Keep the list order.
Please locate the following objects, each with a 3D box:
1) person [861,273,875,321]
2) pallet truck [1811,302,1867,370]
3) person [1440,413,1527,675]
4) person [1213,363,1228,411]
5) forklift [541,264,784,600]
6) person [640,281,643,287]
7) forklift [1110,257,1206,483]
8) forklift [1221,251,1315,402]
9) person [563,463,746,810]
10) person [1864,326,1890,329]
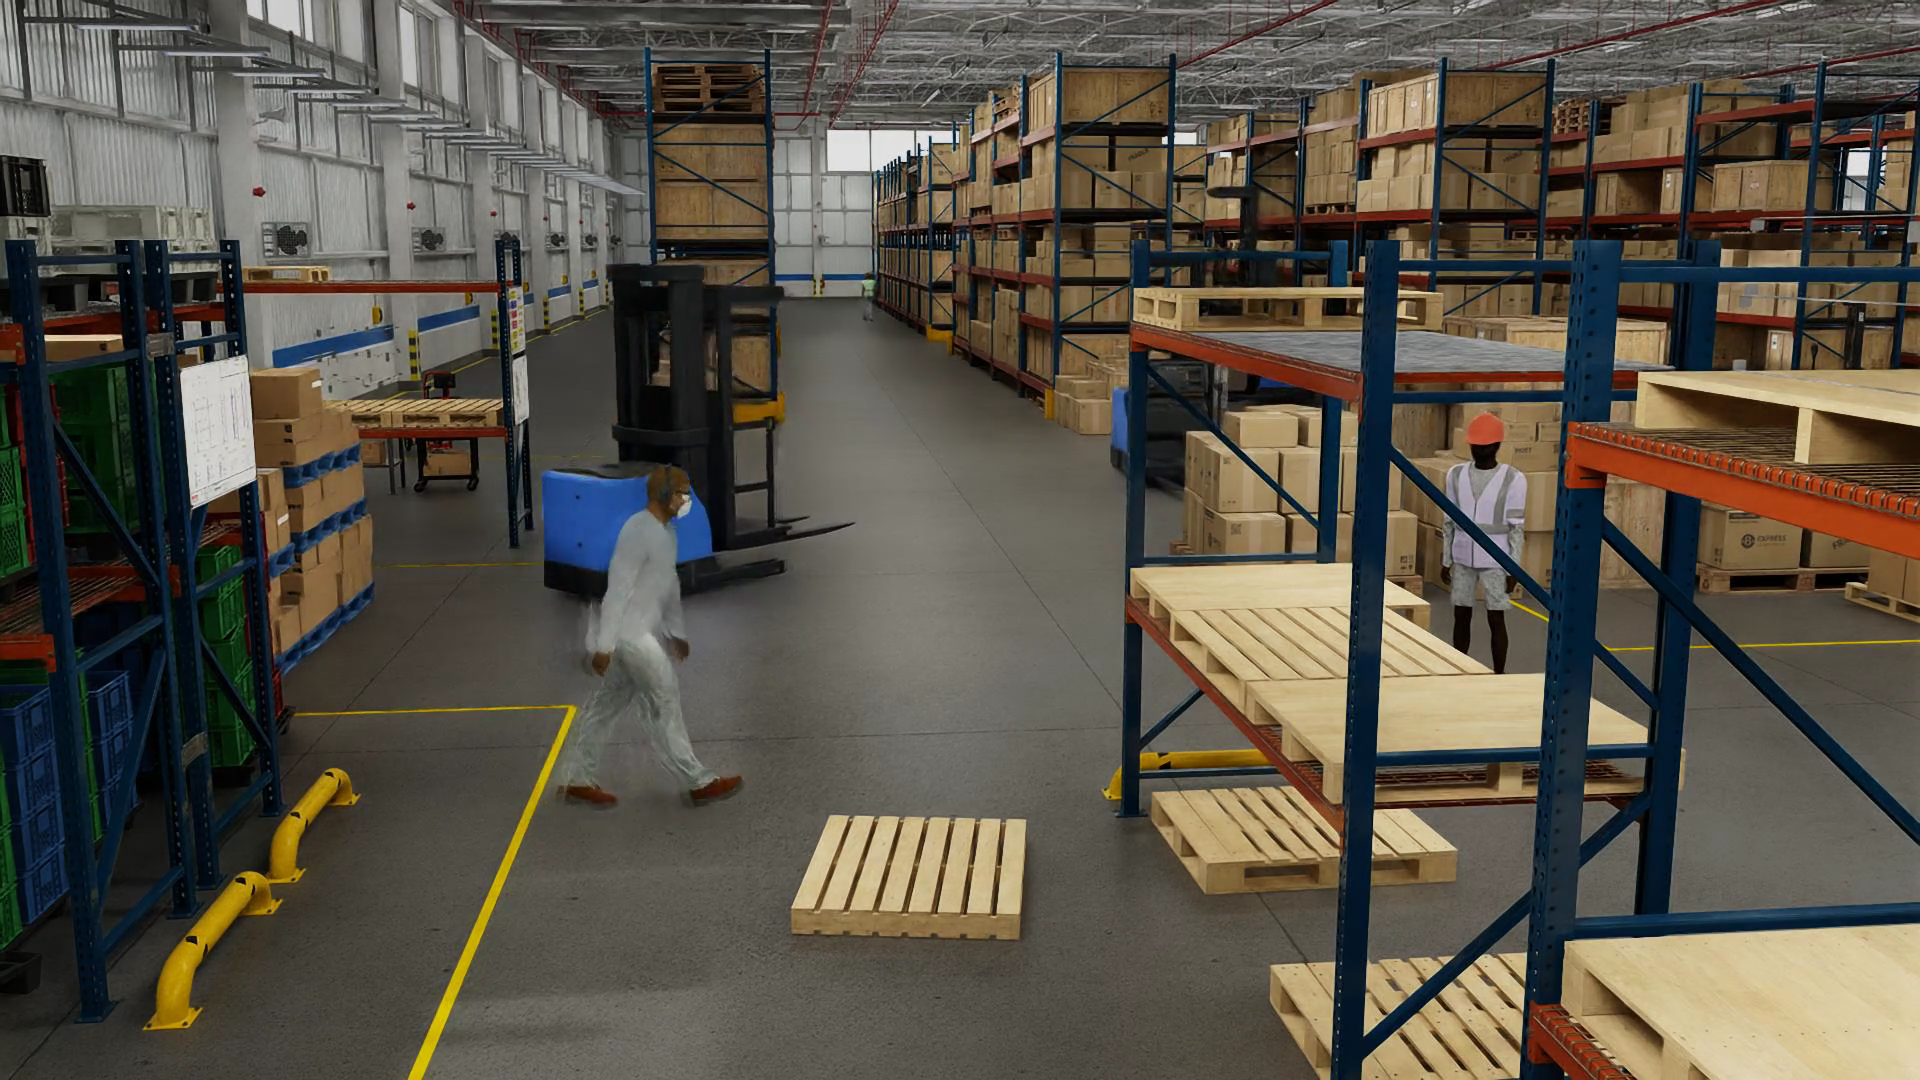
[{"bbox_3d":[-3.471,-9.172,62.769,0.576,1.790,0.977,-3,11,-15],"label":"person"},{"bbox_3d":[15.846,-3.142,28.793,1.885,1.965,0.823,2,10,12],"label":"pallet truck"},{"bbox_3d":[3.397,0.129,10.875,0.543,1.928,0.400,9,13,40],"label":"person"},{"bbox_3d":[4.616,-3.121,29.666,0.514,1.641,0.308,-8,13,-37],"label":"person"},{"bbox_3d":[-2.614,-0.991,14.426,1.129,2.768,1.873,9,13,40],"label":"forklift"},{"bbox_3d":[-14.175,-10.964,72.838,0.600,1.735,0.368,0,10,2],"label":"person"},{"bbox_3d":[2.631,-2.235,21.317,1.129,2.768,1.873,-1,10,-6],"label":"forklift"},{"bbox_3d":[5.669,-4.016,31.187,1.873,2.768,1.129,0,10,-2],"label":"forklift"},{"bbox_3d":[-1.657,0.525,8.857,1.056,1.855,0.636,0,10,-1],"label":"person"},{"bbox_3d":[17.624,-3.697,32.148,0.601,1.894,0.739,-1,10,-6],"label":"person"}]
